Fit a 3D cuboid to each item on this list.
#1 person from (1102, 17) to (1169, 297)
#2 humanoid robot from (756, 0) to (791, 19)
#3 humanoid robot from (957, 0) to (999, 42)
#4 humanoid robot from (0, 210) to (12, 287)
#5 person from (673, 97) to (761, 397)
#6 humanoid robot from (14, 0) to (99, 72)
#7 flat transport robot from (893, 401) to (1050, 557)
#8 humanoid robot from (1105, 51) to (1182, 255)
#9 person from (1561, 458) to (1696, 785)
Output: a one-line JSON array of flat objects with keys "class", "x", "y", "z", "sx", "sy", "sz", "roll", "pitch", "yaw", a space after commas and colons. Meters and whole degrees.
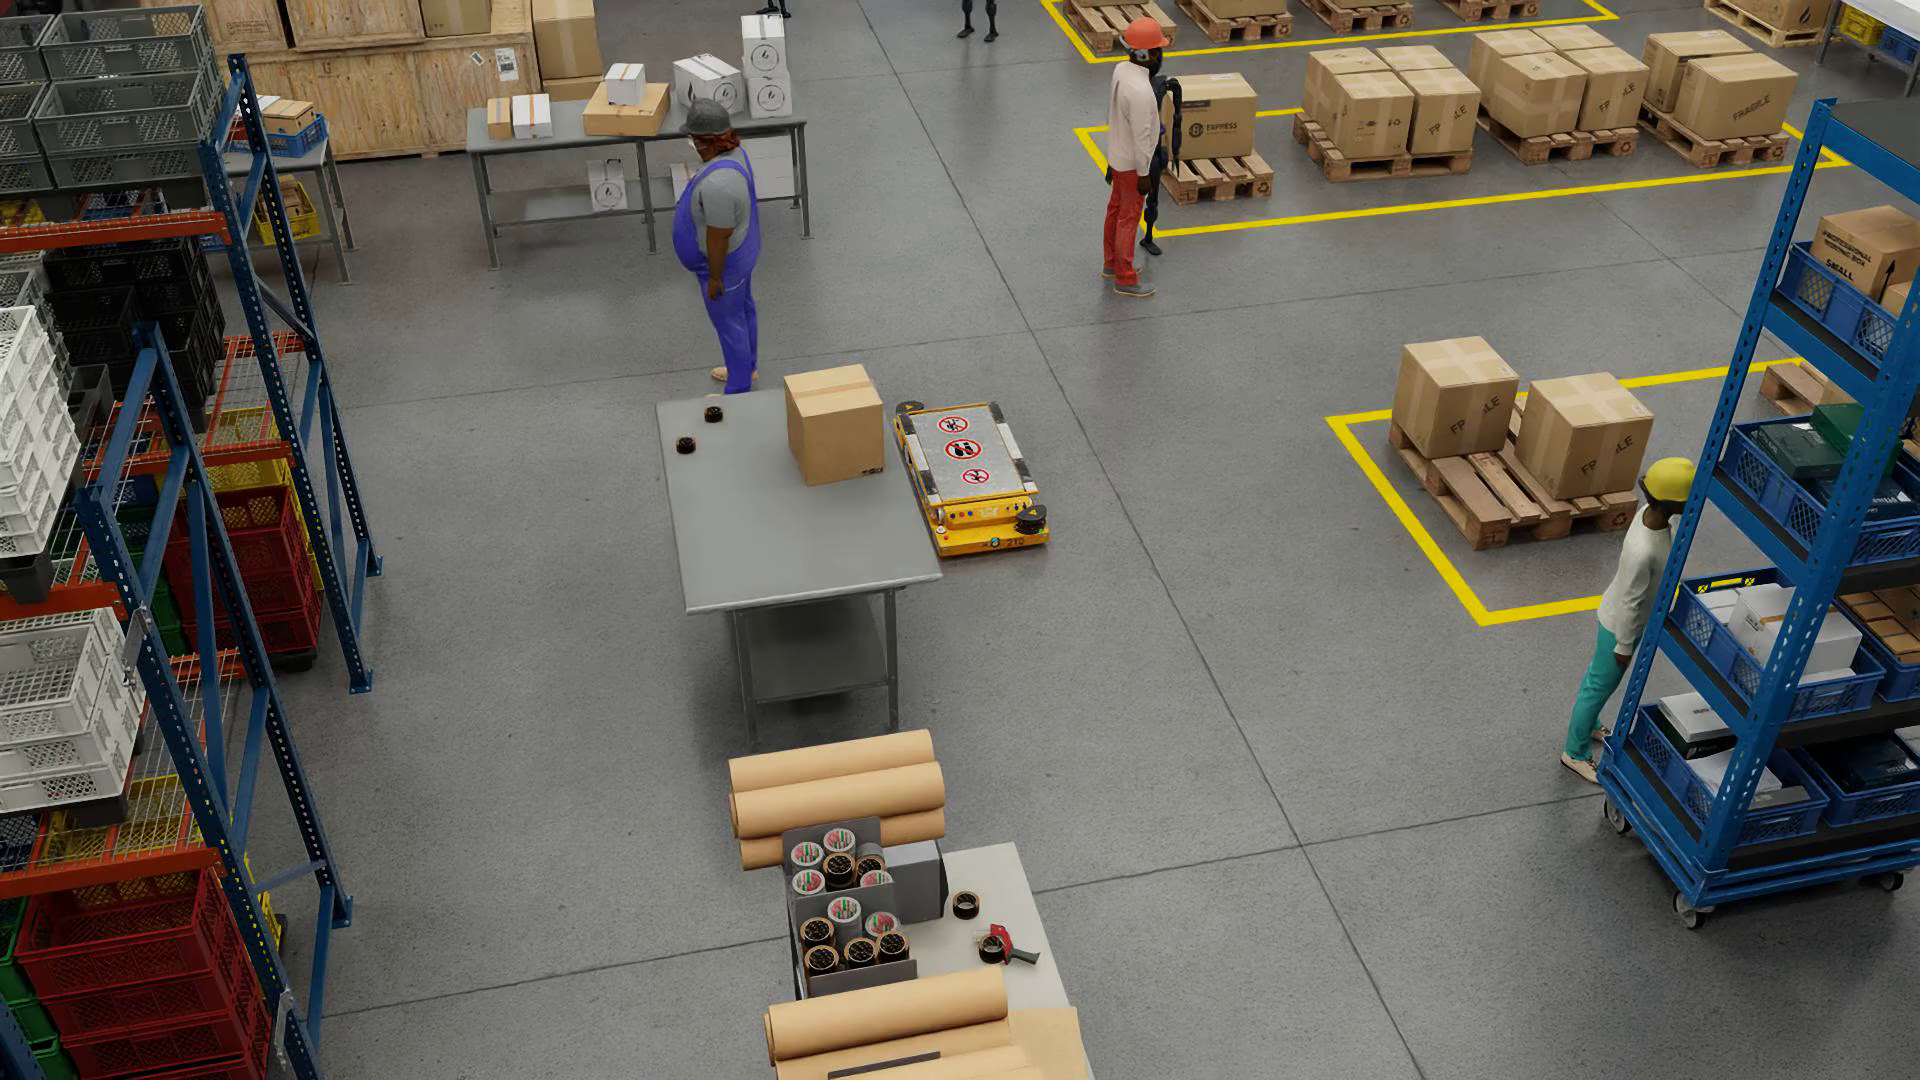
[{"class": "person", "x": 1.224, "y": -2.690, "z": 11.724, "sx": 0.376, "sy": 1.995, "sz": 0.609, "roll": -6, "pitch": 37, "yaw": -9}, {"class": "humanoid robot", "x": -1.914, "y": -5.982, "z": 16.413, "sx": 0.335, "sy": 1.651, "sz": 0.570, "roll": -28, "pitch": 45, "yaw": -32}, {"class": "humanoid robot", "x": 0.163, "y": -5.617, "z": 15.922, "sx": 0.574, "sy": 1.648, "sz": 0.338, "roll": 15, "pitch": 39, "yaw": 19}, {"class": "humanoid robot", "x": -6.226, "y": -1.680, "z": 10.650, "sx": 0.664, "sy": 1.629, "sz": 0.568, "roll": -28, "pitch": 45, "yaw": -32}, {"class": "person", "x": -1.530, "y": -1.816, "z": 10.511, "sx": 0.536, "sy": 2.000, "sz": 0.679, "roll": 2, "pitch": 37, "yaw": 2}, {"class": "humanoid robot", "x": -7.558, "y": -4.160, "z": 13.986, "sx": 0.593, "sy": 1.625, "sz": 0.634, "roll": -8, "pitch": 37, "yaw": -11}, {"class": "flat transport robot", "x": 0.046, "y": -0.430, "z": 10.108, "sx": 0.652, "sy": 0.197, "sz": 1.431, "roll": -8, "pitch": 37, "yaw": -10}, {"class": "humanoid robot", "x": 1.340, "y": -2.852, "z": 12.205, "sx": 0.570, "sy": 1.651, "sz": 0.326, "roll": -8, "pitch": 37, "yaw": -10}, {"class": "person", "x": 3.149, "y": 0.365, "z": 7.805, "sx": 0.299, "sy": 1.772, "sz": 0.524, "roll": 18, "pitch": 40, "yaw": 22}]
